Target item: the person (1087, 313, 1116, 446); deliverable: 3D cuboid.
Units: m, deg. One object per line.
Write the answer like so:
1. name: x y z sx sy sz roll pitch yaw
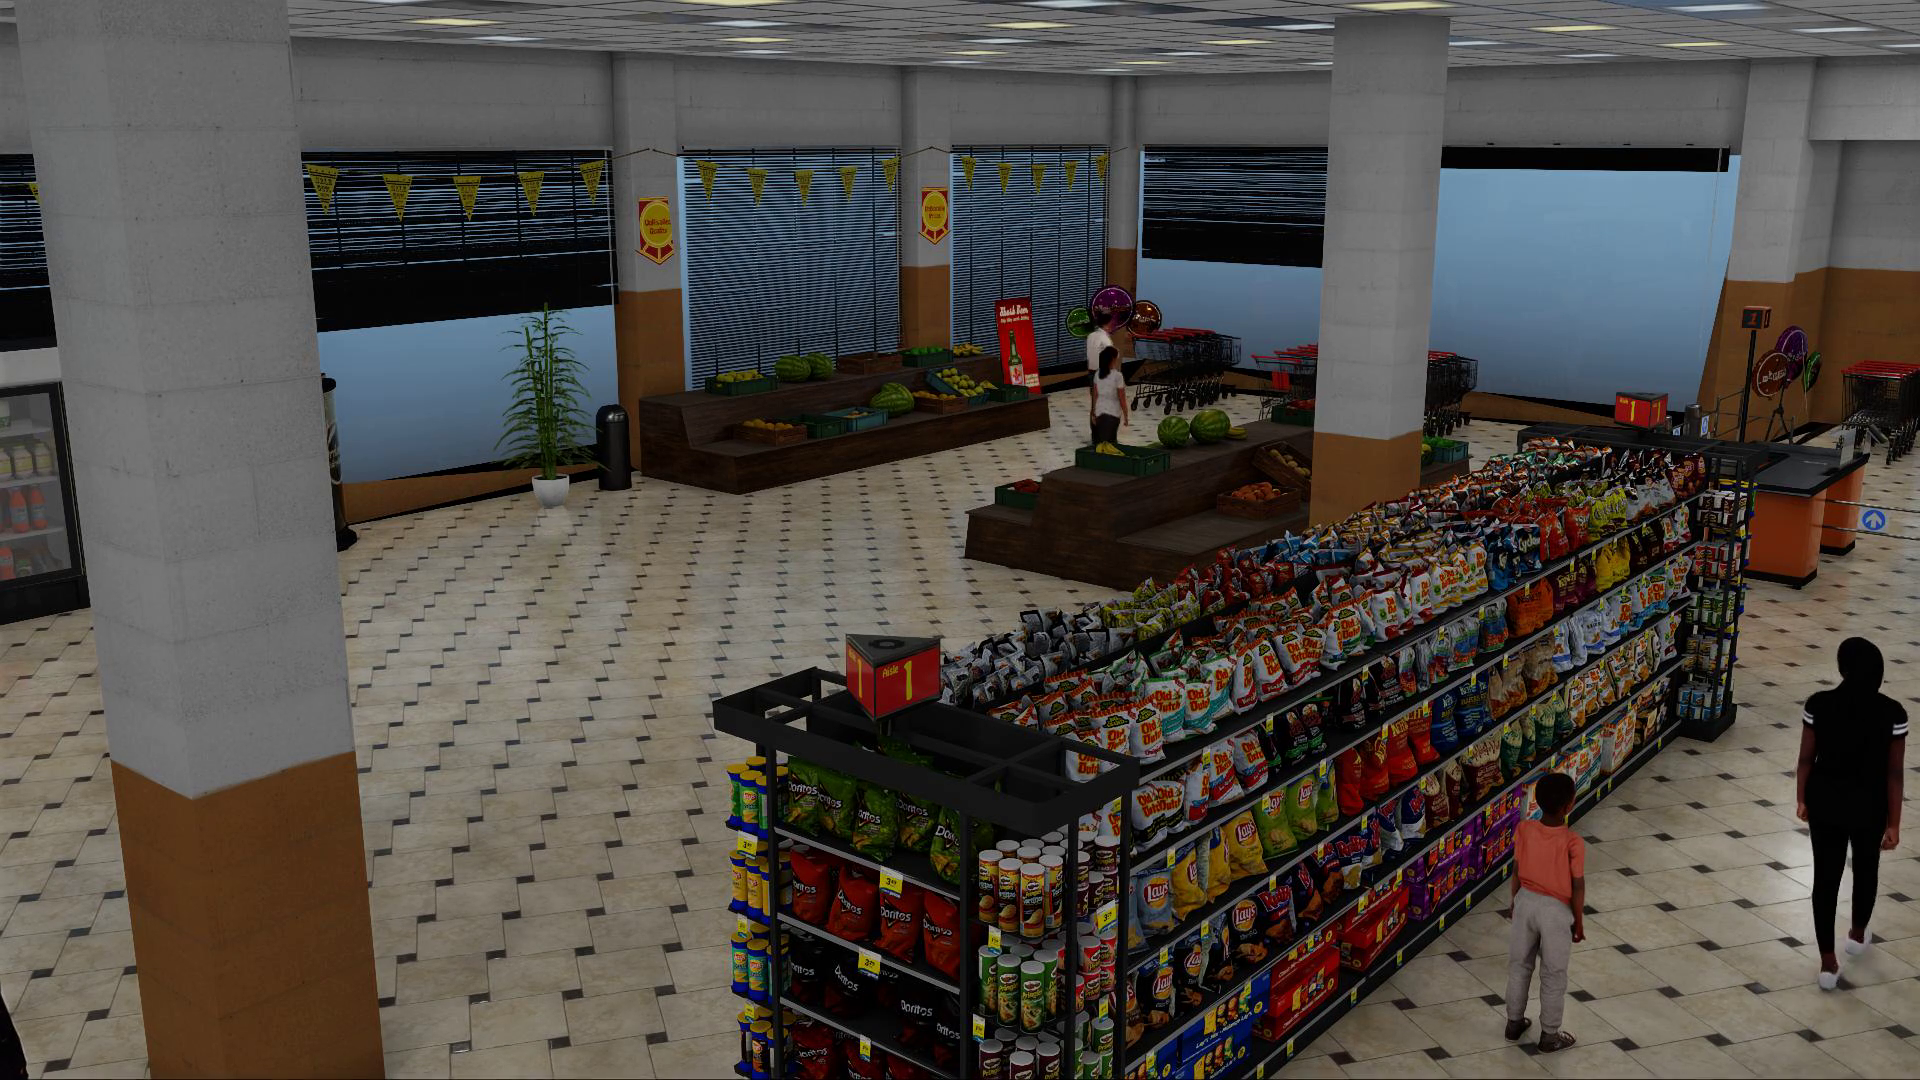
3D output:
1. person: 1.865 -2.144 22.178 0.714 1.783 0.785 -13 19 -43

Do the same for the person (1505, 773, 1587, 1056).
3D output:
1. person: 2.629 1.663 7.484 0.510 1.310 0.481 13 19 43

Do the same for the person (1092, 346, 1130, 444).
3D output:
1. person: 1.703 -1.440 19.660 1.117 1.603 0.652 -13 19 -43

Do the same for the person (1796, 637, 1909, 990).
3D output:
1. person: 4.248 1.334 7.995 0.700 1.709 0.949 9 16 33
